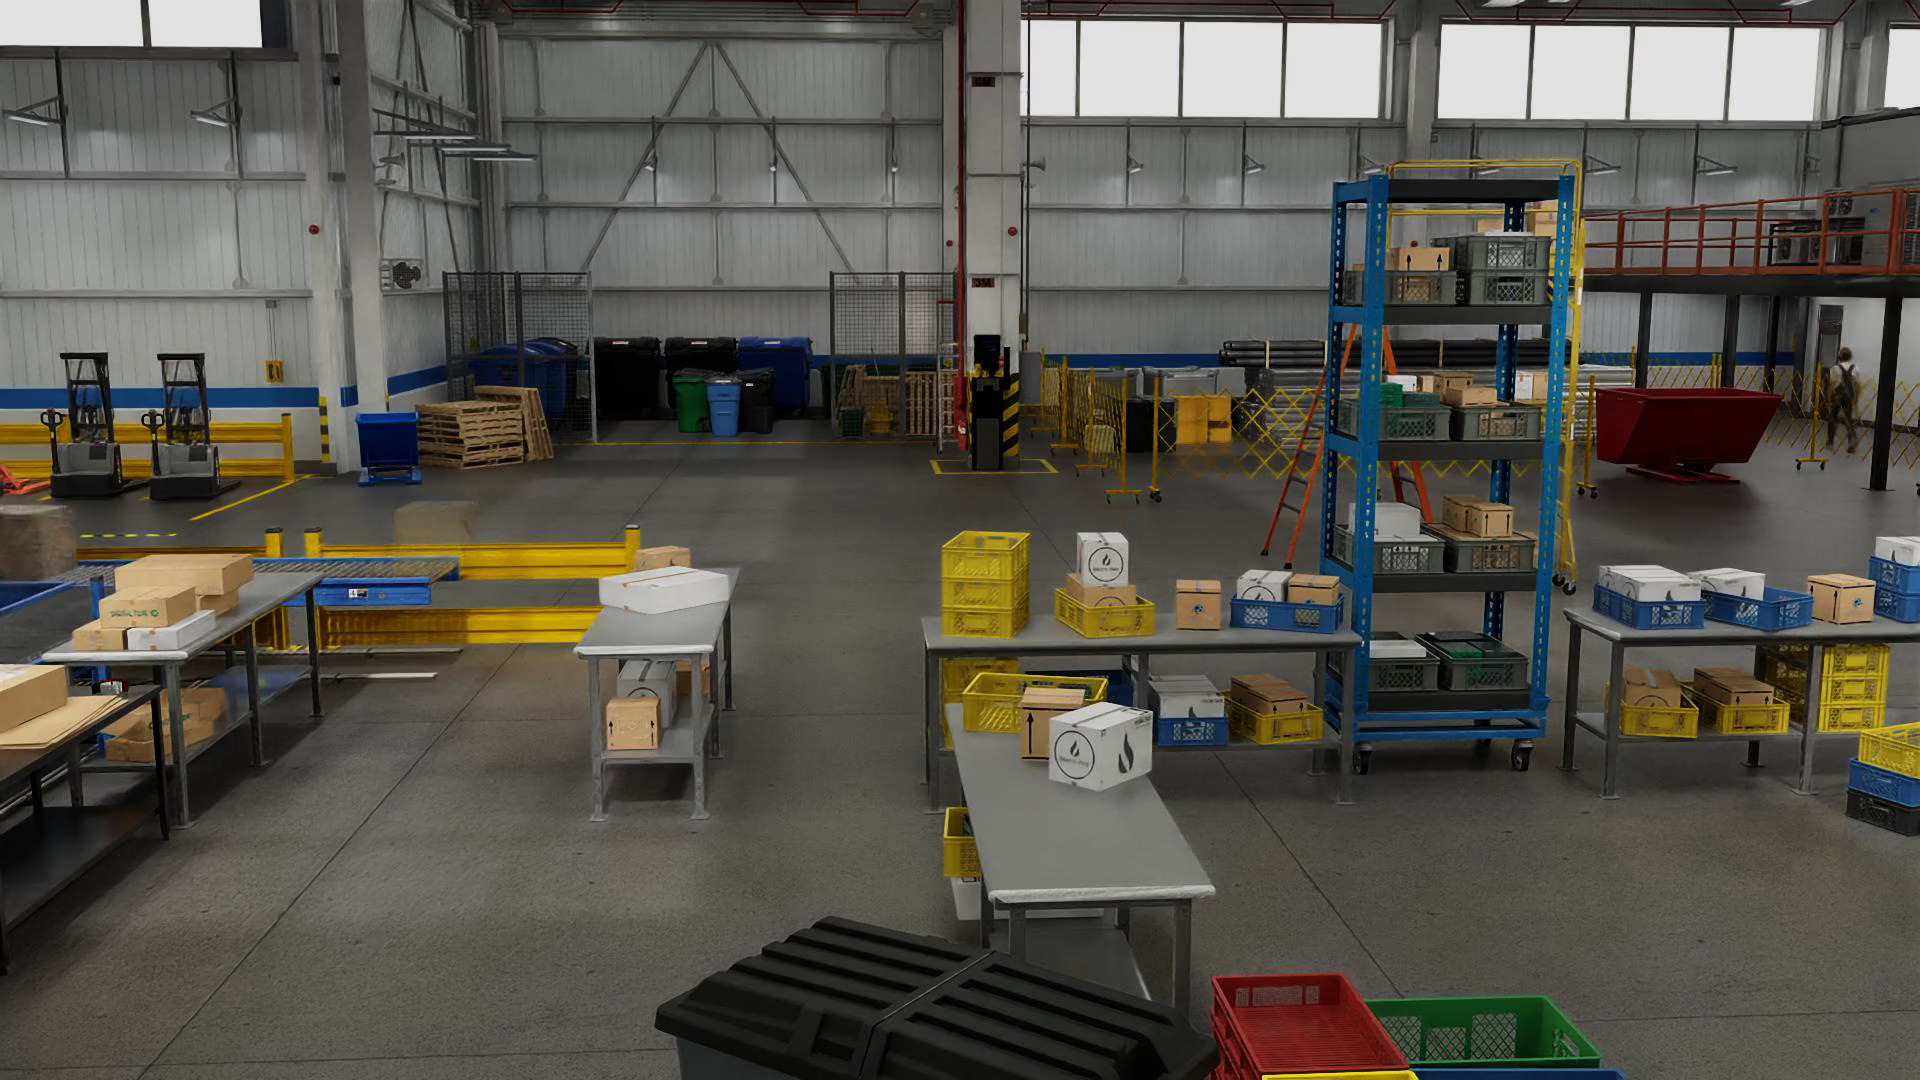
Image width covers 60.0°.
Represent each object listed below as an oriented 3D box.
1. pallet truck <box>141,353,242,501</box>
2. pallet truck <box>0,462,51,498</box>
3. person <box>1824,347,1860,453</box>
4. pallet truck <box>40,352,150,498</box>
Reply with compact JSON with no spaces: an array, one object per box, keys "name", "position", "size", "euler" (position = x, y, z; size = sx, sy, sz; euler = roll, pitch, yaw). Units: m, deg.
[{"name":"pallet truck","position":[-10.520,-1.604,22.925],"size":[0.823,1.965,1.885],"euler":[-1,9,-6]},{"name":"pallet truck","position":[-13.193,-1.293,23.148],"size":[0.653,1.274,1.630],"euler":[-1,9,-4]},{"name":"person","position":[15.201,-2.411,28.595],"size":[0.520,1.820,0.855],"euler":[1,9,8]},{"name":"pallet truck","position":[-11.907,-1.642,23.165],"size":[0.823,1.965,1.885],"euler":[0,9,0]}]
